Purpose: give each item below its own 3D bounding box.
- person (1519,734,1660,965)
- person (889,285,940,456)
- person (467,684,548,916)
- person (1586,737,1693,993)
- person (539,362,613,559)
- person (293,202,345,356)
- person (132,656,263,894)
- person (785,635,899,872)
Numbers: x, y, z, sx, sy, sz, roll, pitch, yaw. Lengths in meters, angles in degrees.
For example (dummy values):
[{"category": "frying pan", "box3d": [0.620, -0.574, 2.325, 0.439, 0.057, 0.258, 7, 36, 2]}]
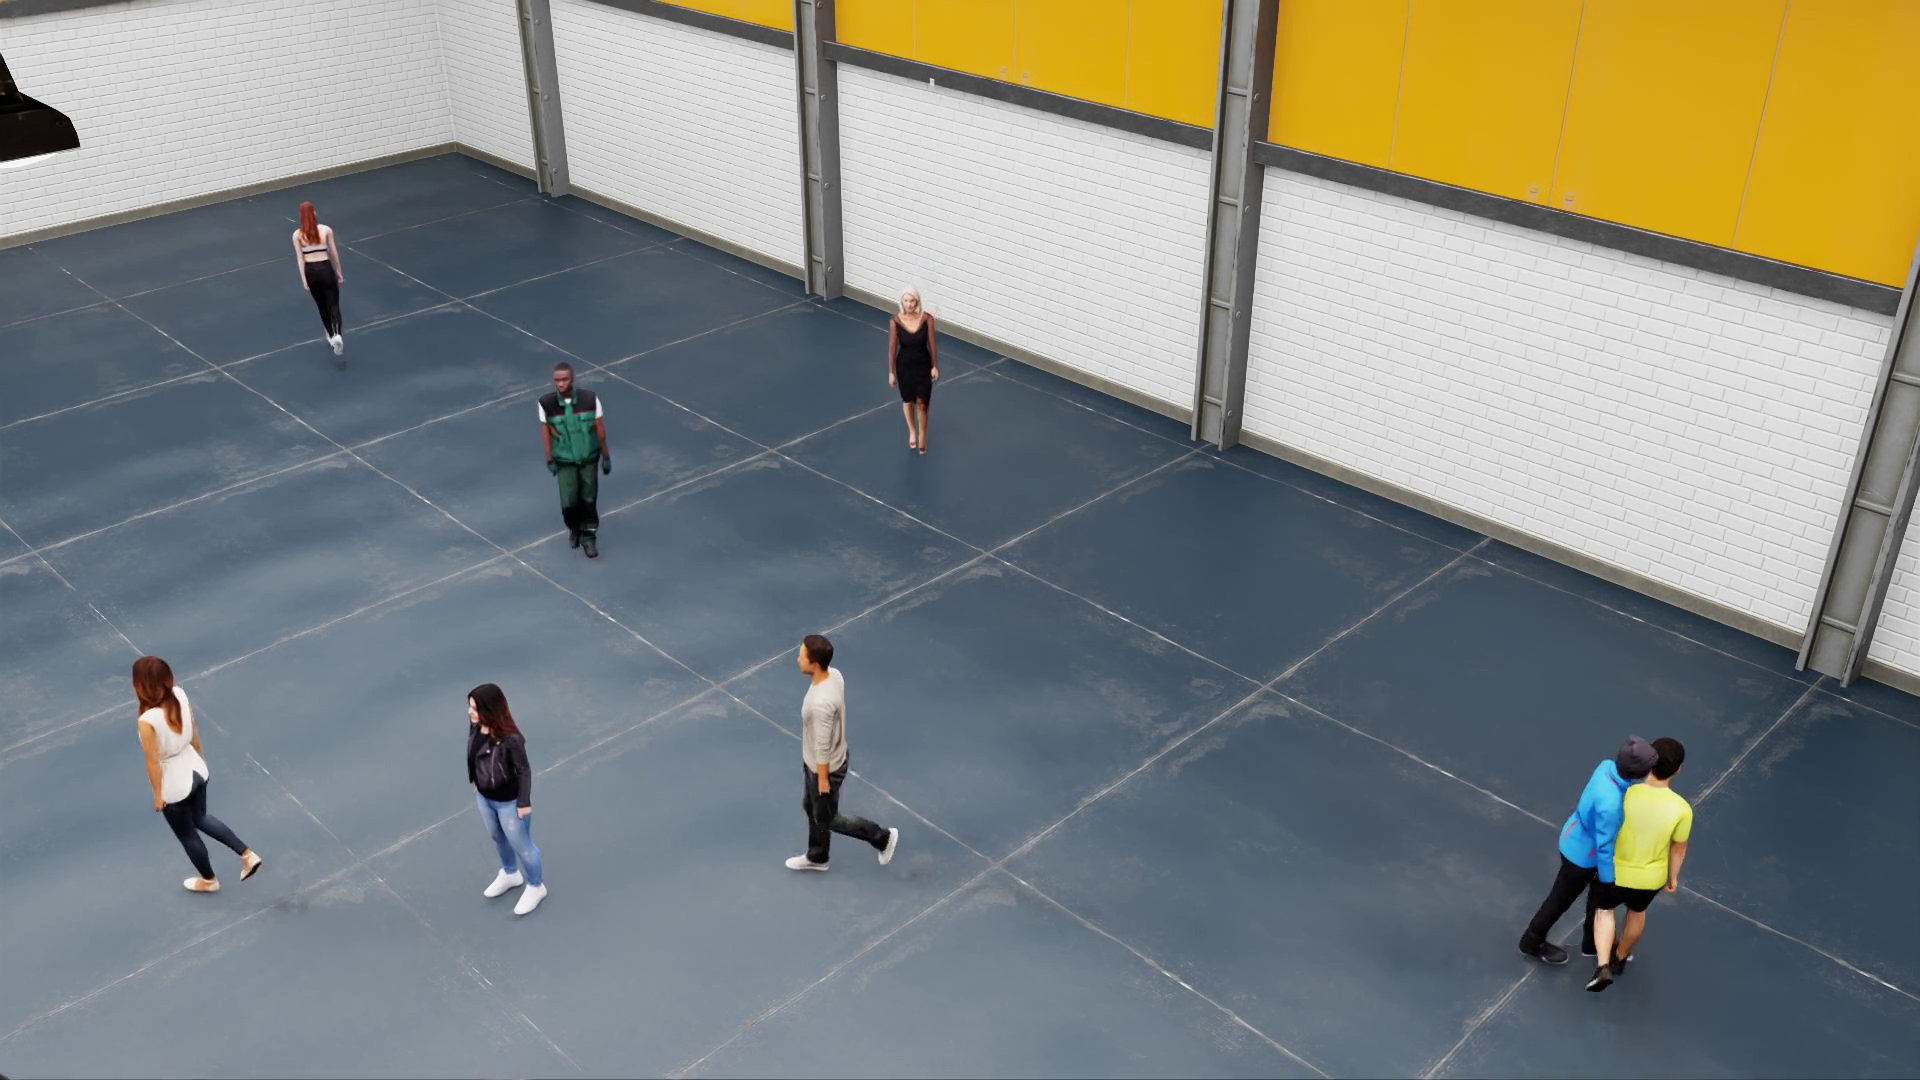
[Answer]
[{"category": "person", "box3d": [3.573, 1.821, 9.758, 0.987, 1.764, 0.849, 9, 30, 15]}, {"category": "person", "box3d": [-0.443, -1.696, 16.246, 0.792, 1.727, 0.854, 1, 29, 2]}, {"category": "person", "box3d": [-2.837, 1.586, 10.326, 0.530, 1.634, 0.731, 20, 35, 33]}, {"category": "person", "box3d": [3.905, 1.933, 9.633, 0.943, 1.688, 0.931, 9, 30, 16]}, {"category": "person", "box3d": [-3.318, -0.722, 14.358, 0.822, 1.824, 0.846, -10, 30, -18]}, {"category": "person", "box3d": [-7.048, -2.855, 18.381, 0.852, 1.717, 1.168, -13, 31, -22]}, {"category": "person", "box3d": [-4.750, 1.511, 10.322, 0.907, 1.769, 0.808, 6, 29, 10]}, {"category": "person", "box3d": [-0.758, 1.395, 10.512, 1.075, 1.791, 1.027, 0, 29, -1]}]
